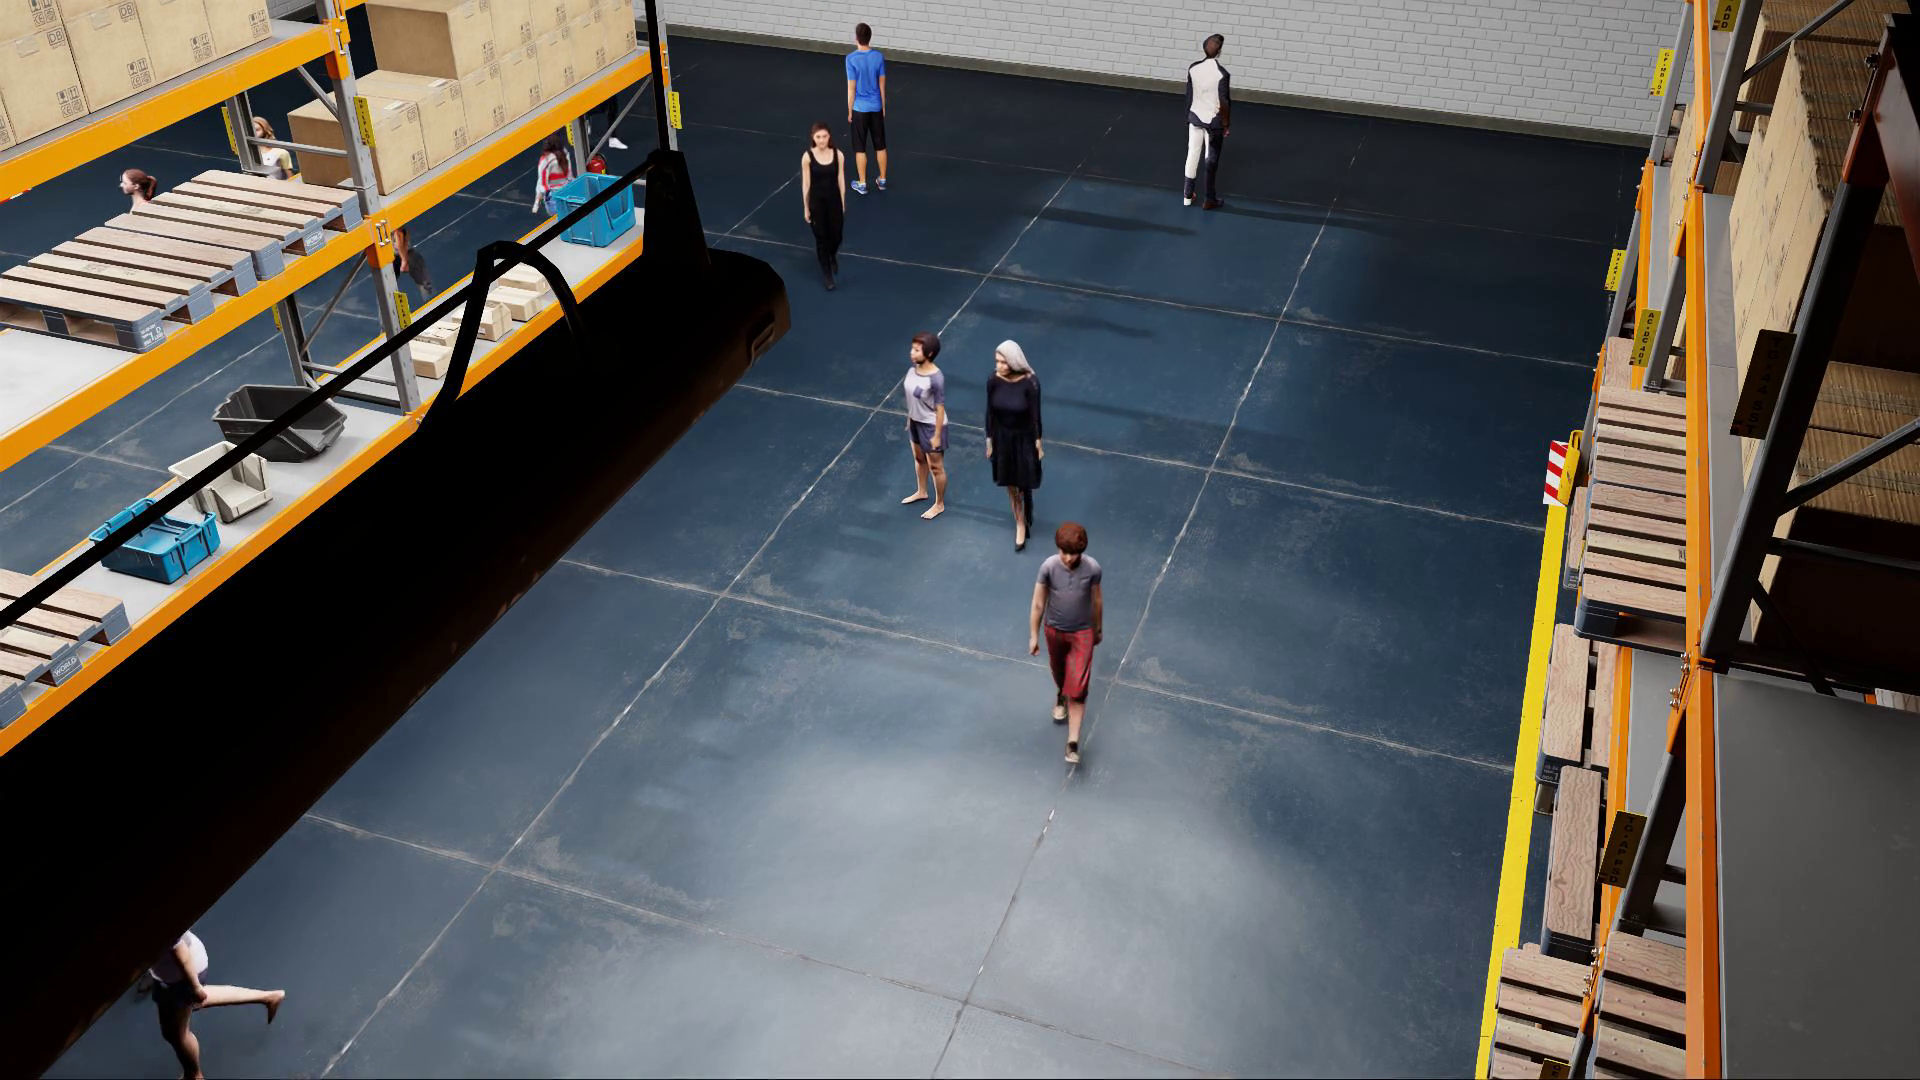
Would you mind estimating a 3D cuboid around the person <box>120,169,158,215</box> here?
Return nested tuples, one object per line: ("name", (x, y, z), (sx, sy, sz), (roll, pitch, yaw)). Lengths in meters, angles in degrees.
("person", (-7.350, -2.557, 15.196), (0.726, 1.757, 0.673), (-17, 37, -24))

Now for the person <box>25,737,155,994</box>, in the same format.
("person", (-4.503, 1.662, 8.851), (0.710, 1.754, 0.717), (17, 37, 24))

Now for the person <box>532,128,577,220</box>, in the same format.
("person", (-3.904, -3.320, 16.511), (0.664, 1.570, 0.996), (11, 35, 15))

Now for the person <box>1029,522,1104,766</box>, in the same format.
("person", (0.698, 0.538, 10.669), (0.749, 1.612, 1.147), (5, 34, 7))

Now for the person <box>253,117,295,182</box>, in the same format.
("person", (-6.744, -3.336, 16.398), (0.691, 1.723, 0.650), (1, 34, 2))

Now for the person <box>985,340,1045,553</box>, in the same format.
("person", (0.430, -0.737, 12.482), (0.630, 1.730, 0.712), (10, 35, 14))

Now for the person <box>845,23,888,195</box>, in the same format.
("person", (-1.030, -4.779, 18.438), (0.706, 1.868, 0.759), (-13, 36, -19))

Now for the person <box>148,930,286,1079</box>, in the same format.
("person", (-3.820, 2.092, 8.271), (1.084, 1.679, 0.933), (-21, 39, -28))

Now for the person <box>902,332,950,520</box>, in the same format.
("person", (-0.255, -0.916, 12.900), (0.692, 1.565, 0.652), (-20, 38, -27))

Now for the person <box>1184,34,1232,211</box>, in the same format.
("person", (2.678, -4.544, 18.063), (0.754, 1.892, 0.694), (23, 40, 30))

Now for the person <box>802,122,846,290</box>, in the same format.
("person", (-1.351, -3.325, 16.421), (0.755, 1.678, 0.831), (-7, 34, -10))
